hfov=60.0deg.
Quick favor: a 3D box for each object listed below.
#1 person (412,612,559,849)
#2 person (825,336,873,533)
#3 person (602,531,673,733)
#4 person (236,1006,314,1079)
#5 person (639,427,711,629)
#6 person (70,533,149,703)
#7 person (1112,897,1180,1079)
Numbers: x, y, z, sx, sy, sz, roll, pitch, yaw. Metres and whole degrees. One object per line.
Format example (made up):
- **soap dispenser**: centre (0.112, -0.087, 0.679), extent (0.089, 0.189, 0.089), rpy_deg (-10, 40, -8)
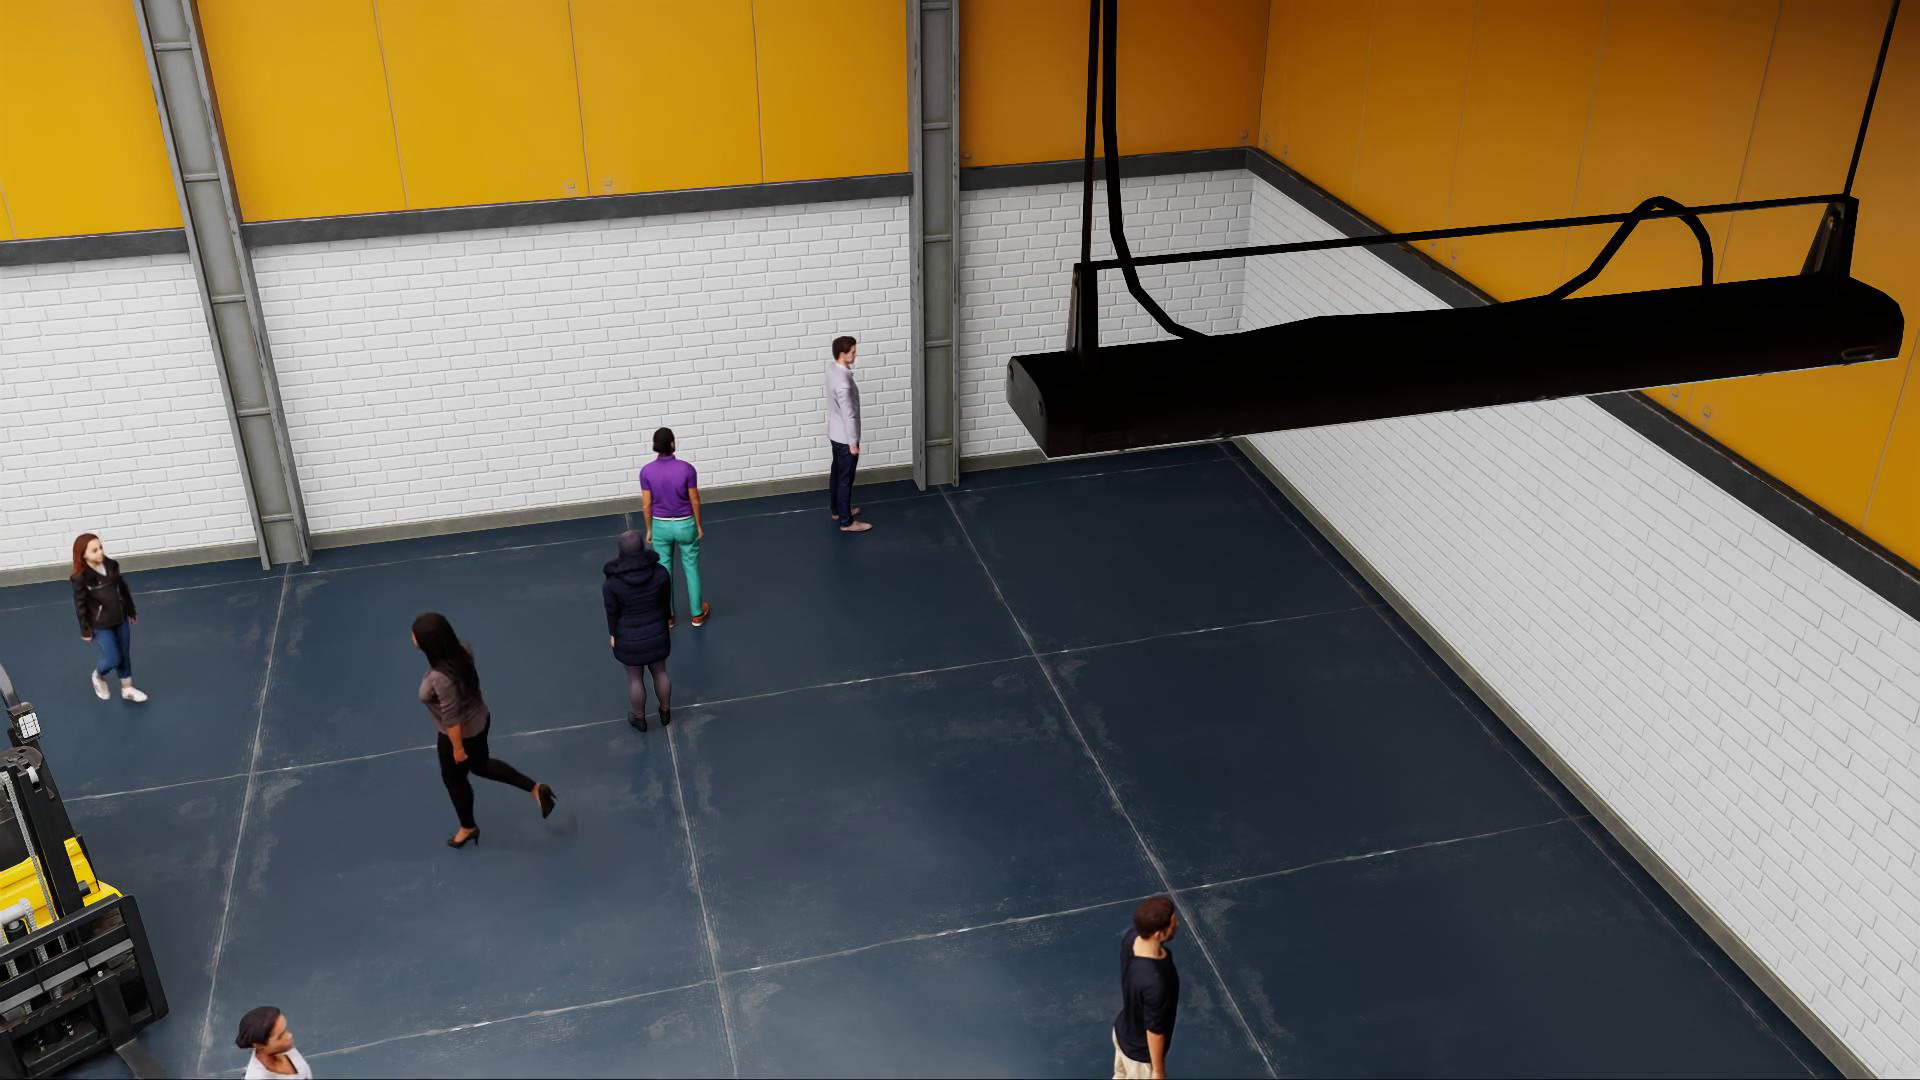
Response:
- **person**: centre (-3.177, 1.277, 11.002), extent (1.073, 1.811, 0.836), rpy_deg (1, 29, 2)
- **person**: centre (-1.062, -0.980, 15.104), extent (0.587, 1.846, 0.690), rpy_deg (-9, 30, -17)
- **person**: centre (-2.352, 0.665, 12.267), extent (0.664, 1.675, 0.788), rpy_deg (-14, 32, -24)
- **person**: centre (-3.321, 2.942, 8.049), extent (0.975, 1.717, 0.739), rpy_deg (-2, 29, -3)
- **person**: centre (-2.333, -0.097, 13.567), extent (0.547, 1.767, 0.723), rpy_deg (-2, 29, -4)
- **person**: centre (-6.516, 0.590, 12.612), extent (0.784, 1.476, 0.725), rpy_deg (10, 30, 18)
- **person**: centre (0.923, 2.578, 8.573), extent (0.549, 1.854, 0.636), rpy_deg (-5, 29, -10)
